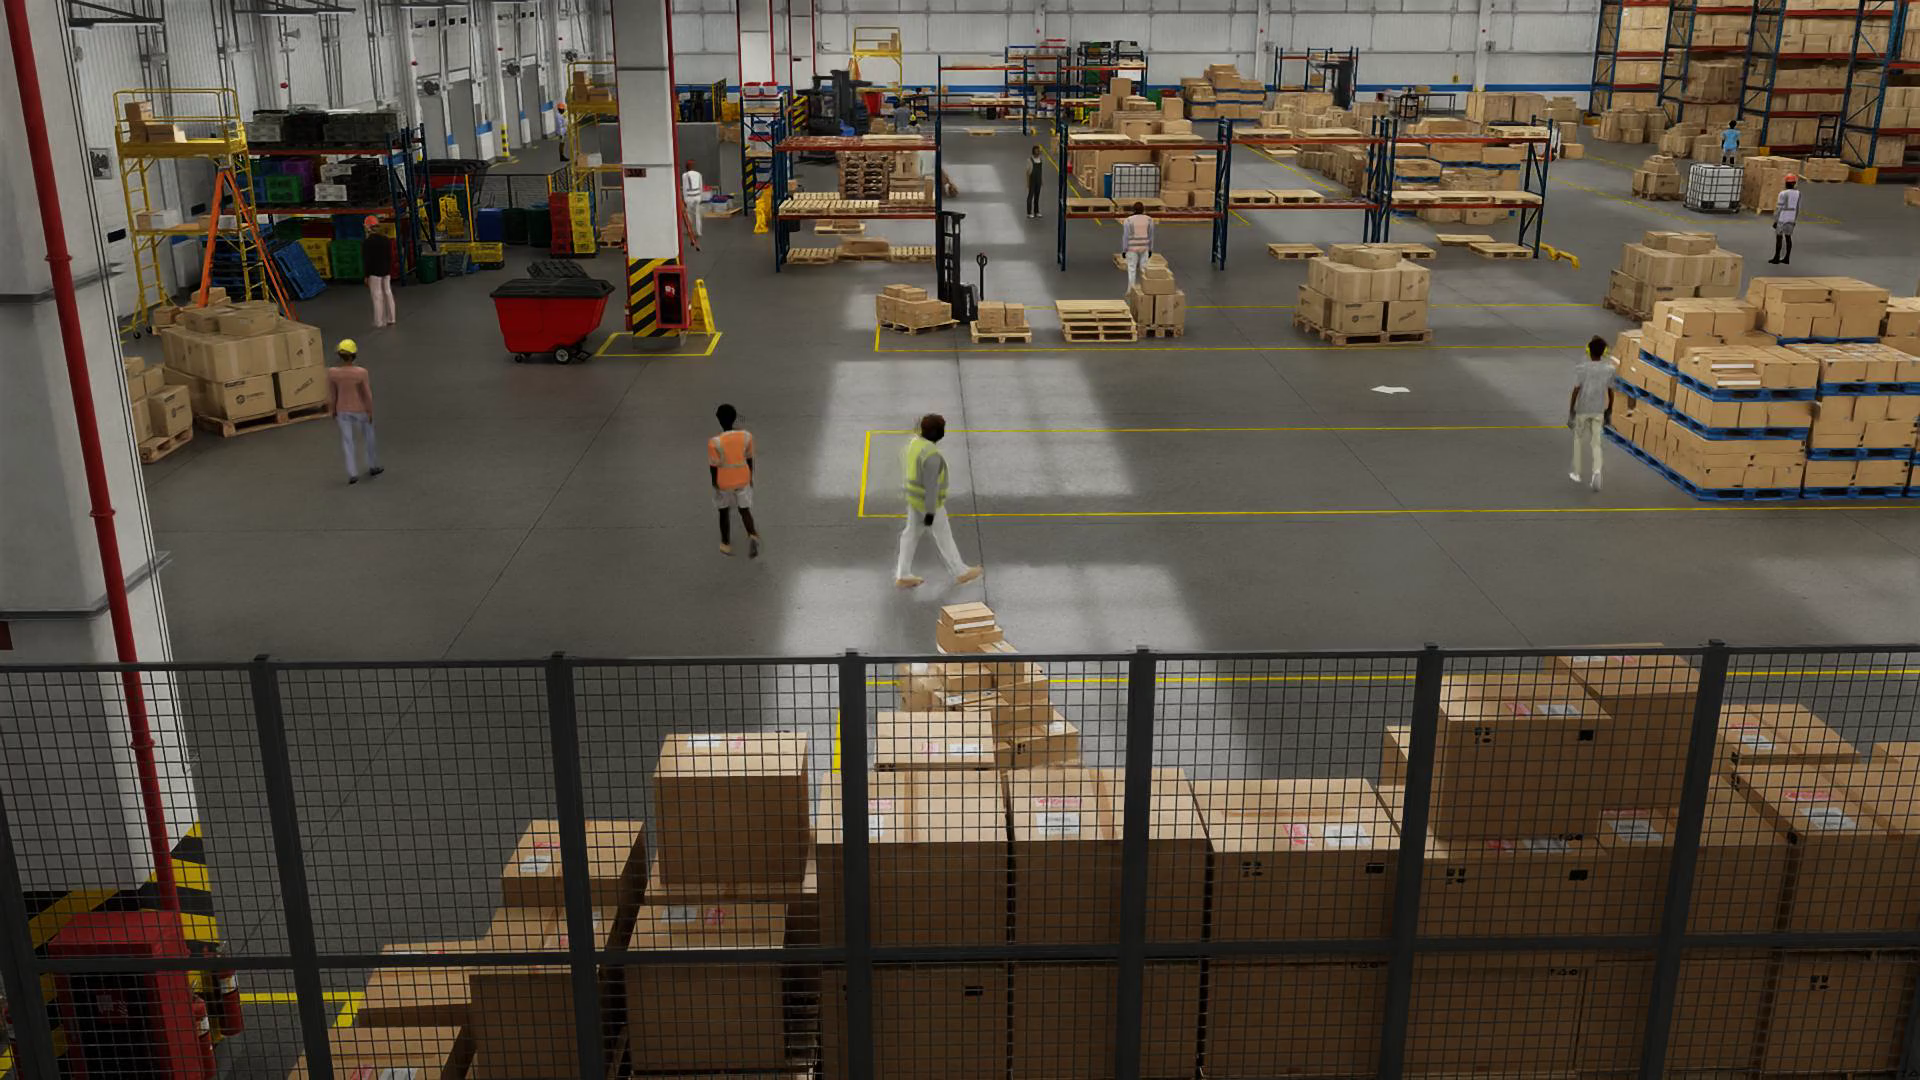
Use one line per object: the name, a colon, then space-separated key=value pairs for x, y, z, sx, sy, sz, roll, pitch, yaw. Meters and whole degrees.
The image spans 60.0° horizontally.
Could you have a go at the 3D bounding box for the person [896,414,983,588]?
person: x=-0.238 y=-0.398 z=16.710 sx=0.933 sy=1.793 sz=0.644 roll=-8 pitch=20 yaw=-21

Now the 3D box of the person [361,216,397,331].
person: x=-10.202 y=-4.659 z=29.093 sx=0.413 sy=1.982 sz=0.648 roll=9 pitch=21 yaw=24

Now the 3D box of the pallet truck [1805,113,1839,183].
pallet truck: x=26.403 y=-11.957 z=50.702 sx=0.823 sy=1.965 sz=1.885 roll=6 pitch=19 yaw=16

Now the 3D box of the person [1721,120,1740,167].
person: x=24.150 y=-12.297 z=52.176 sx=0.535 sy=1.697 sz=0.318 roll=7 pitch=20 yaw=20

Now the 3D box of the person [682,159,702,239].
person: x=-6.410 y=-8.088 z=39.429 sx=0.755 sy=1.858 sz=0.617 roll=16 pitch=24 yaw=39

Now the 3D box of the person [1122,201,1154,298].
person: x=3.414 y=-5.591 z=32.059 sx=0.624 sy=1.844 sz=0.430 roll=-4 pitch=19 yaw=-12

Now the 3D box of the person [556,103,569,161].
person: x=-13.450 y=-13.775 z=56.213 sx=0.384 sy=1.932 sz=0.549 roll=-3 pitch=19 yaw=-8

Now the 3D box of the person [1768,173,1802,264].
person: x=17.808 y=-6.923 z=35.887 sx=0.539 sy=1.929 sz=0.392 roll=-5 pitch=19 yaw=-14

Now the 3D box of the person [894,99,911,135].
person: x=-1.989 y=-14.332 z=57.847 sx=0.629 sy=1.936 sz=0.373 roll=1 pitch=19 yaw=3

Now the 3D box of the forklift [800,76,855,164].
forklift: x=-4.427 y=-14.116 z=55.747 sx=1.129 sy=2.768 sz=1.873 roll=10 pitch=21 yaw=28

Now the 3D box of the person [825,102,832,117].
person: x=-4.676 y=-15.149 z=60.723 sx=0.522 sy=1.639 sz=0.306 roll=-2 pitch=19 yaw=-6

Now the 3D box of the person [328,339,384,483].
person: x=-7.416 y=-1.600 z=20.370 sx=0.537 sy=1.744 sz=0.702 roll=-1 pitch=19 yaw=-3

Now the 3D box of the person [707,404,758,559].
person: x=-2.375 y=-0.604 z=17.508 sx=0.539 sy=1.679 sz=0.630 roll=-10 pitch=21 yaw=-27

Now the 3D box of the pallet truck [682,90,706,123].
pallet truck: x=-9.671 y=-15.907 z=62.421 sx=0.823 sy=1.965 sz=1.885 roll=5 pitch=19 yaw=15

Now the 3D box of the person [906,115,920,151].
person: x=-1.499 y=-12.757 z=53.467 sx=0.494 sy=1.743 sz=0.307 roll=-6 pitch=19 yaw=-17

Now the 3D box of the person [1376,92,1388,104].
person: x=15.644 y=-15.696 z=61.955 sx=0.595 sy=1.900 sz=0.754 roll=-5 pitch=19 yaw=-15

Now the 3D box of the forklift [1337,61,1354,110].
forklift: x=15.197 y=-17.540 z=65.905 sx=1.873 sy=2.768 sz=1.129 roll=-1 pitch=19 yaw=-2

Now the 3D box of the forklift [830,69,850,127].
forklift: x=-4.282 y=-15.366 z=59.455 sx=1.873 sy=2.768 sz=1.129 roll=-10 pitch=21 yaw=-28

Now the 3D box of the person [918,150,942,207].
person: x=-0.828 y=-9.757 z=44.346 sx=0.642 sy=1.903 sz=0.982 roll=7 pitch=20 yaw=21

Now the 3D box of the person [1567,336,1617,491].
person: x=7.596 y=-1.525 z=20.006 sx=0.524 sy=1.844 sz=0.820 roll=3 pitch=19 yaw=9

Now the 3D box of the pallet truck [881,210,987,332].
pallet truck: x=-0.493 y=-4.759 z=29.349 sx=1.885 sy=1.965 sz=0.823 roll=-13 pitch=23 yaw=-34

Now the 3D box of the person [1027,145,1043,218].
person: x=1.932 y=-9.228 z=42.841 sx=0.517 sy=1.843 sz=0.325 roll=-14 pitch=23 yaw=-35
